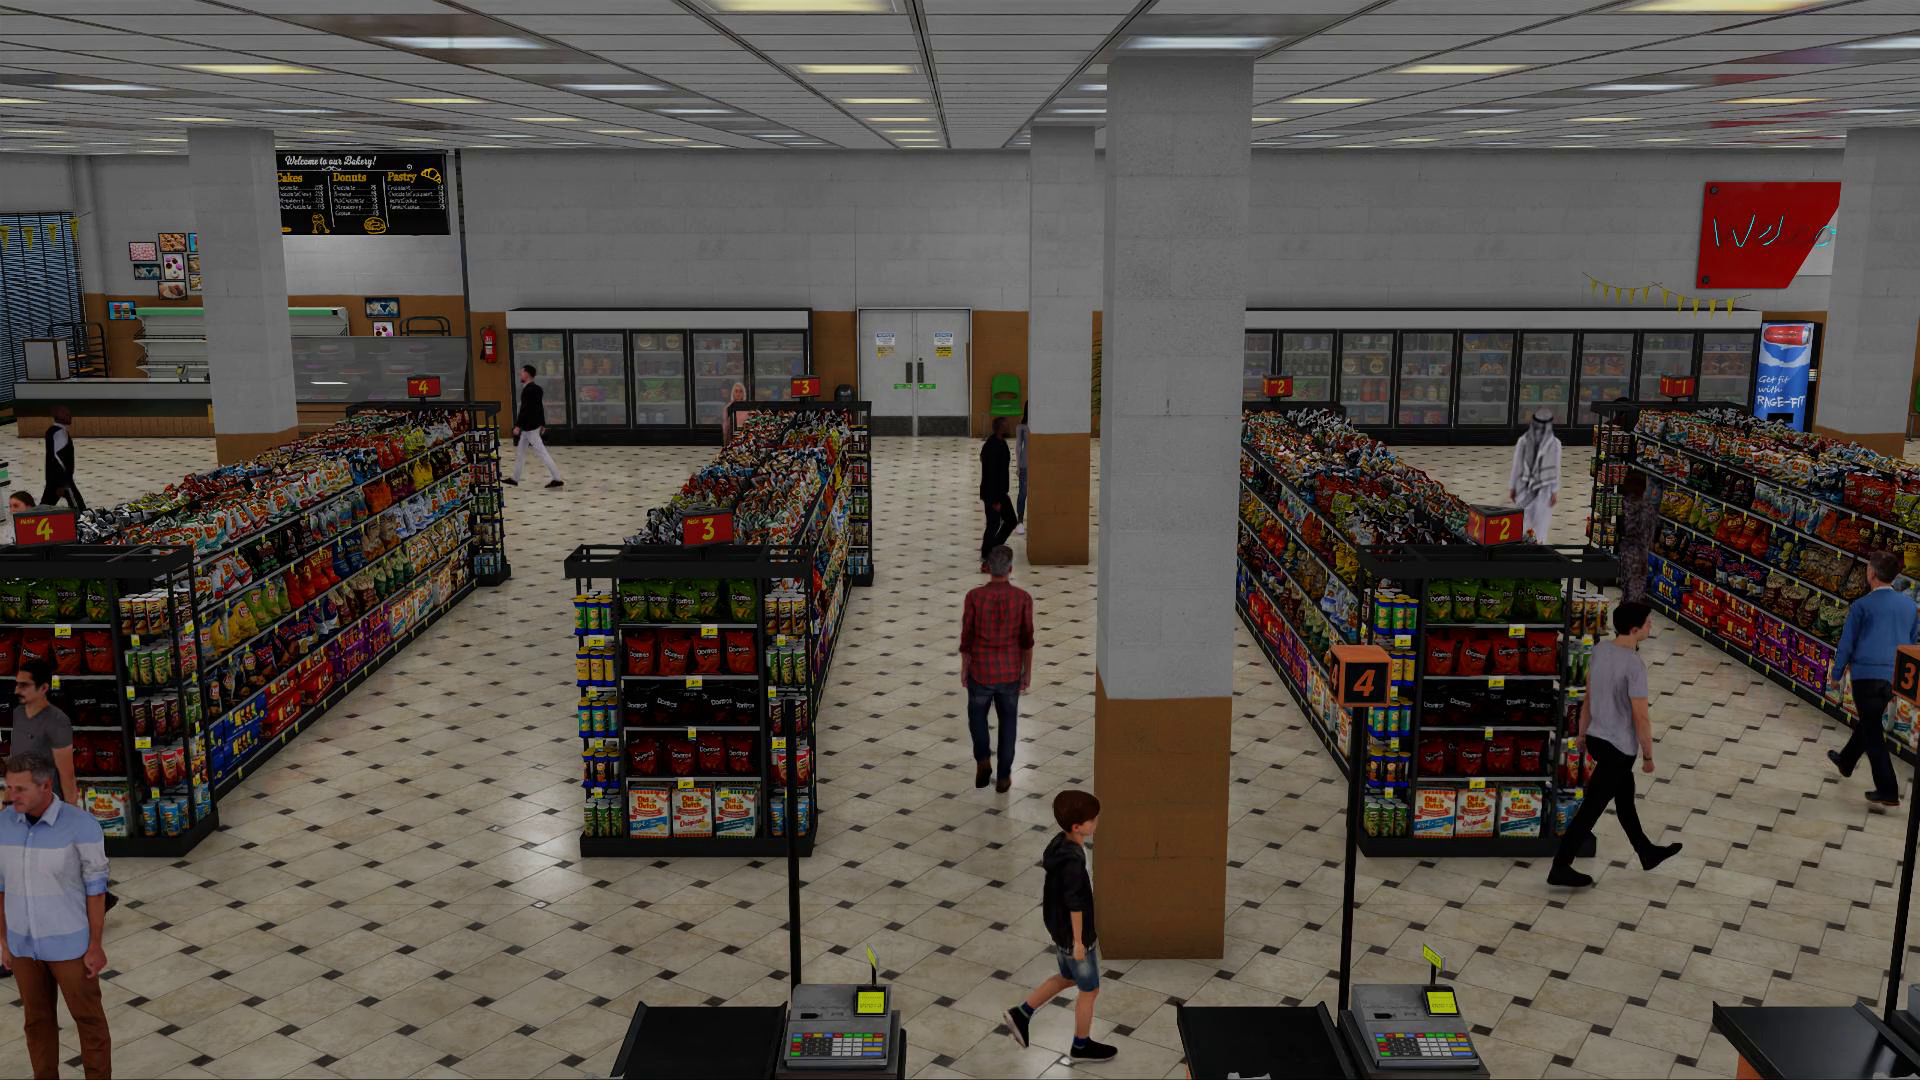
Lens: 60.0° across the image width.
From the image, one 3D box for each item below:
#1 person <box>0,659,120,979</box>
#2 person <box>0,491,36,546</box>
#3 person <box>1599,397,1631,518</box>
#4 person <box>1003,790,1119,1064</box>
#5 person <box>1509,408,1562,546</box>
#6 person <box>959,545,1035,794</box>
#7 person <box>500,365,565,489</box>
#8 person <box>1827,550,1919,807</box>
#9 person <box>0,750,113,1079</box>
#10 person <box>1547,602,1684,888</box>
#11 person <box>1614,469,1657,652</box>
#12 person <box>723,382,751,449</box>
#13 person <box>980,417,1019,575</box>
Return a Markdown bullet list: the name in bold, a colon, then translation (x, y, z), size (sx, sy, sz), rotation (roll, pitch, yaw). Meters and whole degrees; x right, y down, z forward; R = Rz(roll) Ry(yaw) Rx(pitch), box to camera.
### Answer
- **person**: translation (-5.176, 1.512, 9.504), size (0.999, 1.734, 1.166), rotation (8, 14, 33)
- **person**: translation (-8.357, 0.386, 15.072), size (0.782, 1.645, 1.122), rotation (3, 12, 14)
- **person**: translation (8.275, -0.919, 20.935), size (0.711, 1.782, 0.752), rotation (10, 16, 40)
- **person**: translation (0.503, 1.929, 8.260), size (0.674, 1.431, 0.771), rotation (-2, 12, -9)
- **person**: translation (6.457, -0.512, 18.707), size (0.914, 1.904, 1.051), rotation (5, 13, 24)
- **person**: translation (0.256, 0.958, 11.931), size (0.690, 1.820, 0.765), rotation (0, 12, 1)
- **person**: translation (-6.119, -1.594, 24.128), size (0.727, 1.787, 1.154), rotation (1, 12, 2)
- **person**: translation (6.562, 1.012, 11.811), size (0.733, 1.763, 1.212), rotation (-1, 12, -6)
- **person**: translation (-4.236, 1.834, 7.765), size (0.676, 1.822, 0.555), rotation (0, 12, 2)
- **person**: translation (3.955, 1.305, 10.296), size (0.813, 1.813, 1.149), rotation (-1, 12, -7)
- **person**: translation (6.433, 0.191, 15.865), size (0.828, 1.698, 0.506), rotation (1, 12, 6)
- **person**: translation (-3.058, -1.323, 23.082), size (0.605, 1.688, 1.090), rotation (0, 12, -1)
- **person**: translation (0.319, -0.505, 18.916), size (0.893, 1.803, 0.735), rotation (4, 13, 19)
